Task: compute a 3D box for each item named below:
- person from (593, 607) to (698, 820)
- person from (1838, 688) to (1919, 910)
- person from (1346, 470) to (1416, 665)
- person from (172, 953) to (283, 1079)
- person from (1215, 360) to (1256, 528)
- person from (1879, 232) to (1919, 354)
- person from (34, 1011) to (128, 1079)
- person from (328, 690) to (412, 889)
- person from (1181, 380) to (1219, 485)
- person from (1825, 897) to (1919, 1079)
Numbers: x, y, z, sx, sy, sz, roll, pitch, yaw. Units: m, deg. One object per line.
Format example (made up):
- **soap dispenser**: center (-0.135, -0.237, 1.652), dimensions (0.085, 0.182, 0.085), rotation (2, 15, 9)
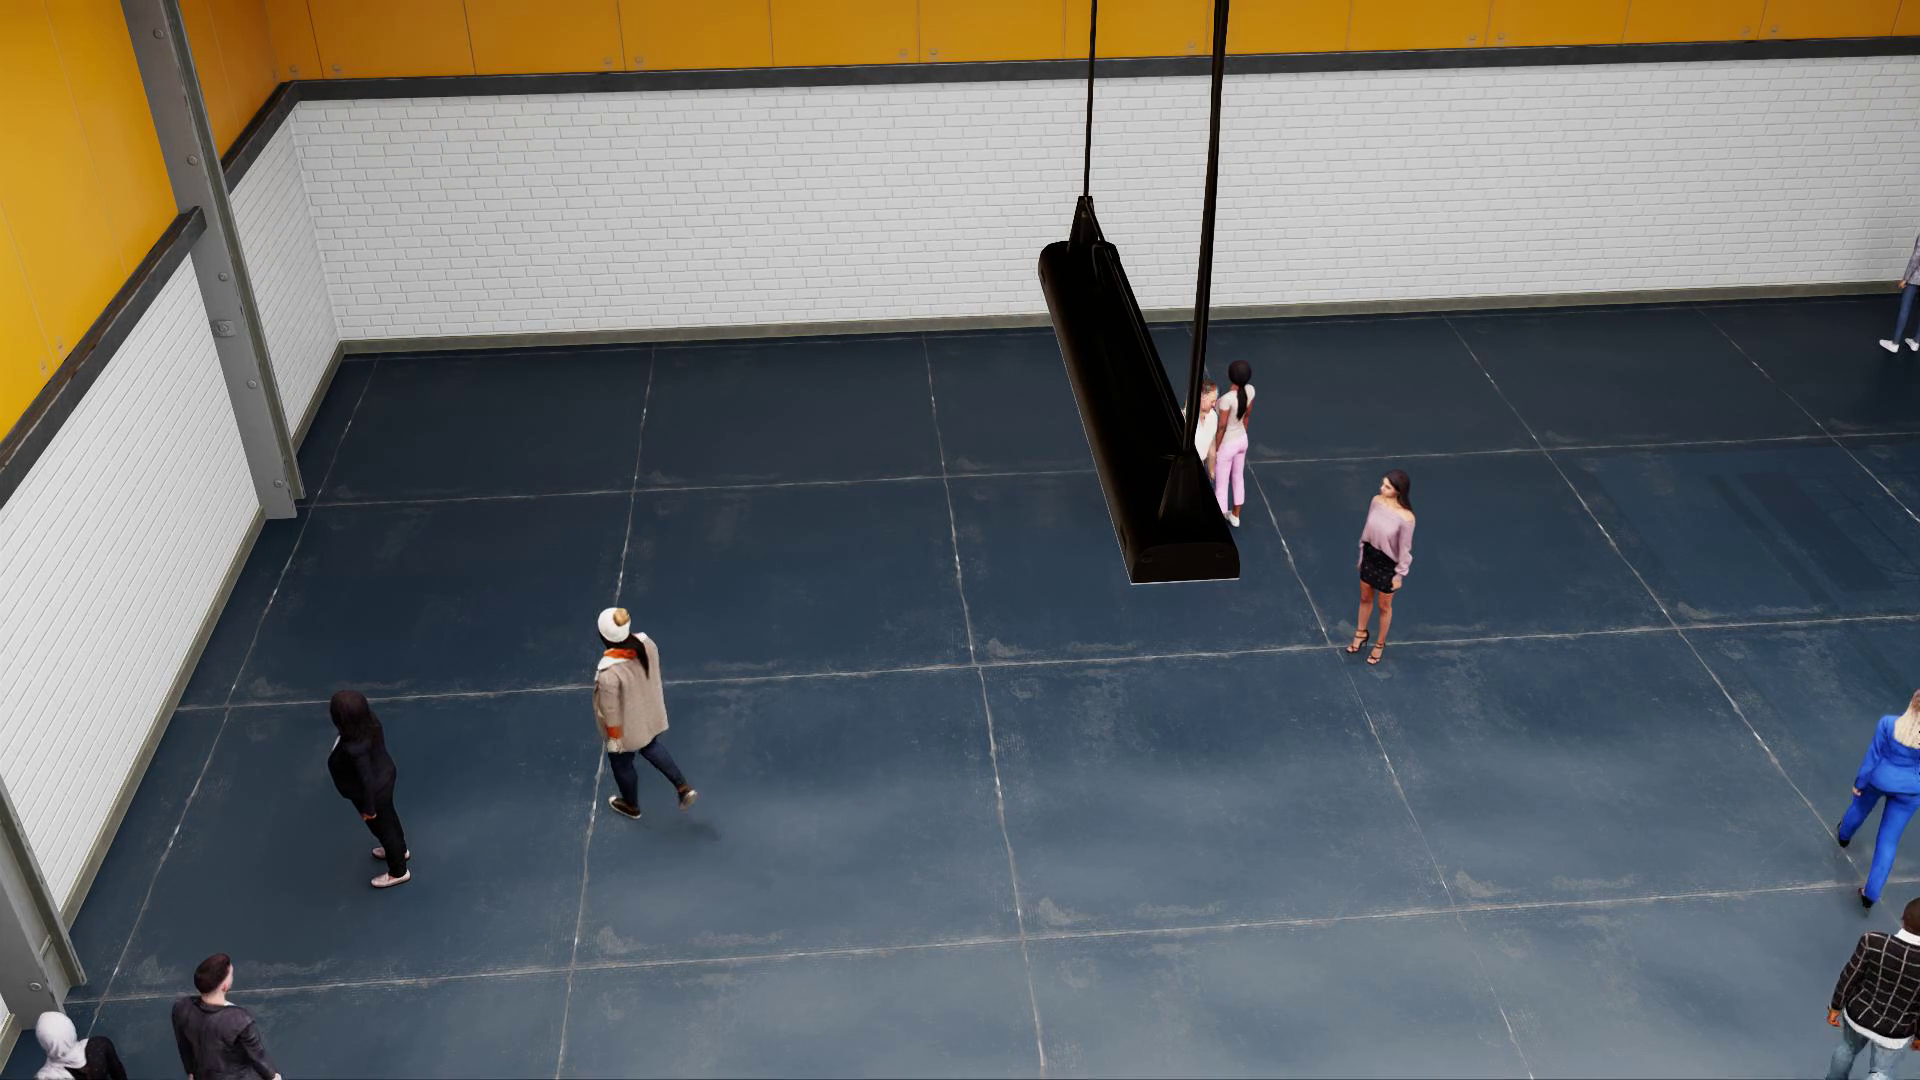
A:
- **person**: center (-2.244, 1.248, 11.674), dimensions (1.043, 1.878, 1.020), rotation (18, 38, 25)
- **person**: center (6.258, 1.731, 11.150), dimensions (1.002, 1.654, 1.210), rotation (15, 36, 21)
- **person**: center (3.383, 0.206, 13.302), dimensions (0.750, 1.812, 0.638), rotation (-23, 40, -30)
- **person**: center (-4.010, 3.015, 9.071), dimensions (0.863, 1.818, 0.957), rotation (5, 34, 7)
- **person**: center (2.437, -0.850, 14.955), dimensions (0.654, 1.741, 0.684), rotation (-25, 41, -33)
- **person**: center (10.421, -2.855, 17.980), dimensions (0.603, 1.732, 0.515), rotation (-2, 34, -4)
- **person**: center (-4.575, 3.163, 8.884), dimensions (0.748, 1.779, 0.655), rotation (18, 38, 25)
- **person**: center (-3.988, 1.661, 11.290), dimensions (0.746, 1.616, 0.601), rotation (-8, 34, -11)
- **person**: center (1.909, -0.617, 14.540), dimensions (0.964, 1.812, 1.124), rotation (-16, 37, -23)
- **person**: center (5.198, 2.783, 9.438), dimensions (1.068, 1.798, 1.130), rotation (24, 40, 31)
